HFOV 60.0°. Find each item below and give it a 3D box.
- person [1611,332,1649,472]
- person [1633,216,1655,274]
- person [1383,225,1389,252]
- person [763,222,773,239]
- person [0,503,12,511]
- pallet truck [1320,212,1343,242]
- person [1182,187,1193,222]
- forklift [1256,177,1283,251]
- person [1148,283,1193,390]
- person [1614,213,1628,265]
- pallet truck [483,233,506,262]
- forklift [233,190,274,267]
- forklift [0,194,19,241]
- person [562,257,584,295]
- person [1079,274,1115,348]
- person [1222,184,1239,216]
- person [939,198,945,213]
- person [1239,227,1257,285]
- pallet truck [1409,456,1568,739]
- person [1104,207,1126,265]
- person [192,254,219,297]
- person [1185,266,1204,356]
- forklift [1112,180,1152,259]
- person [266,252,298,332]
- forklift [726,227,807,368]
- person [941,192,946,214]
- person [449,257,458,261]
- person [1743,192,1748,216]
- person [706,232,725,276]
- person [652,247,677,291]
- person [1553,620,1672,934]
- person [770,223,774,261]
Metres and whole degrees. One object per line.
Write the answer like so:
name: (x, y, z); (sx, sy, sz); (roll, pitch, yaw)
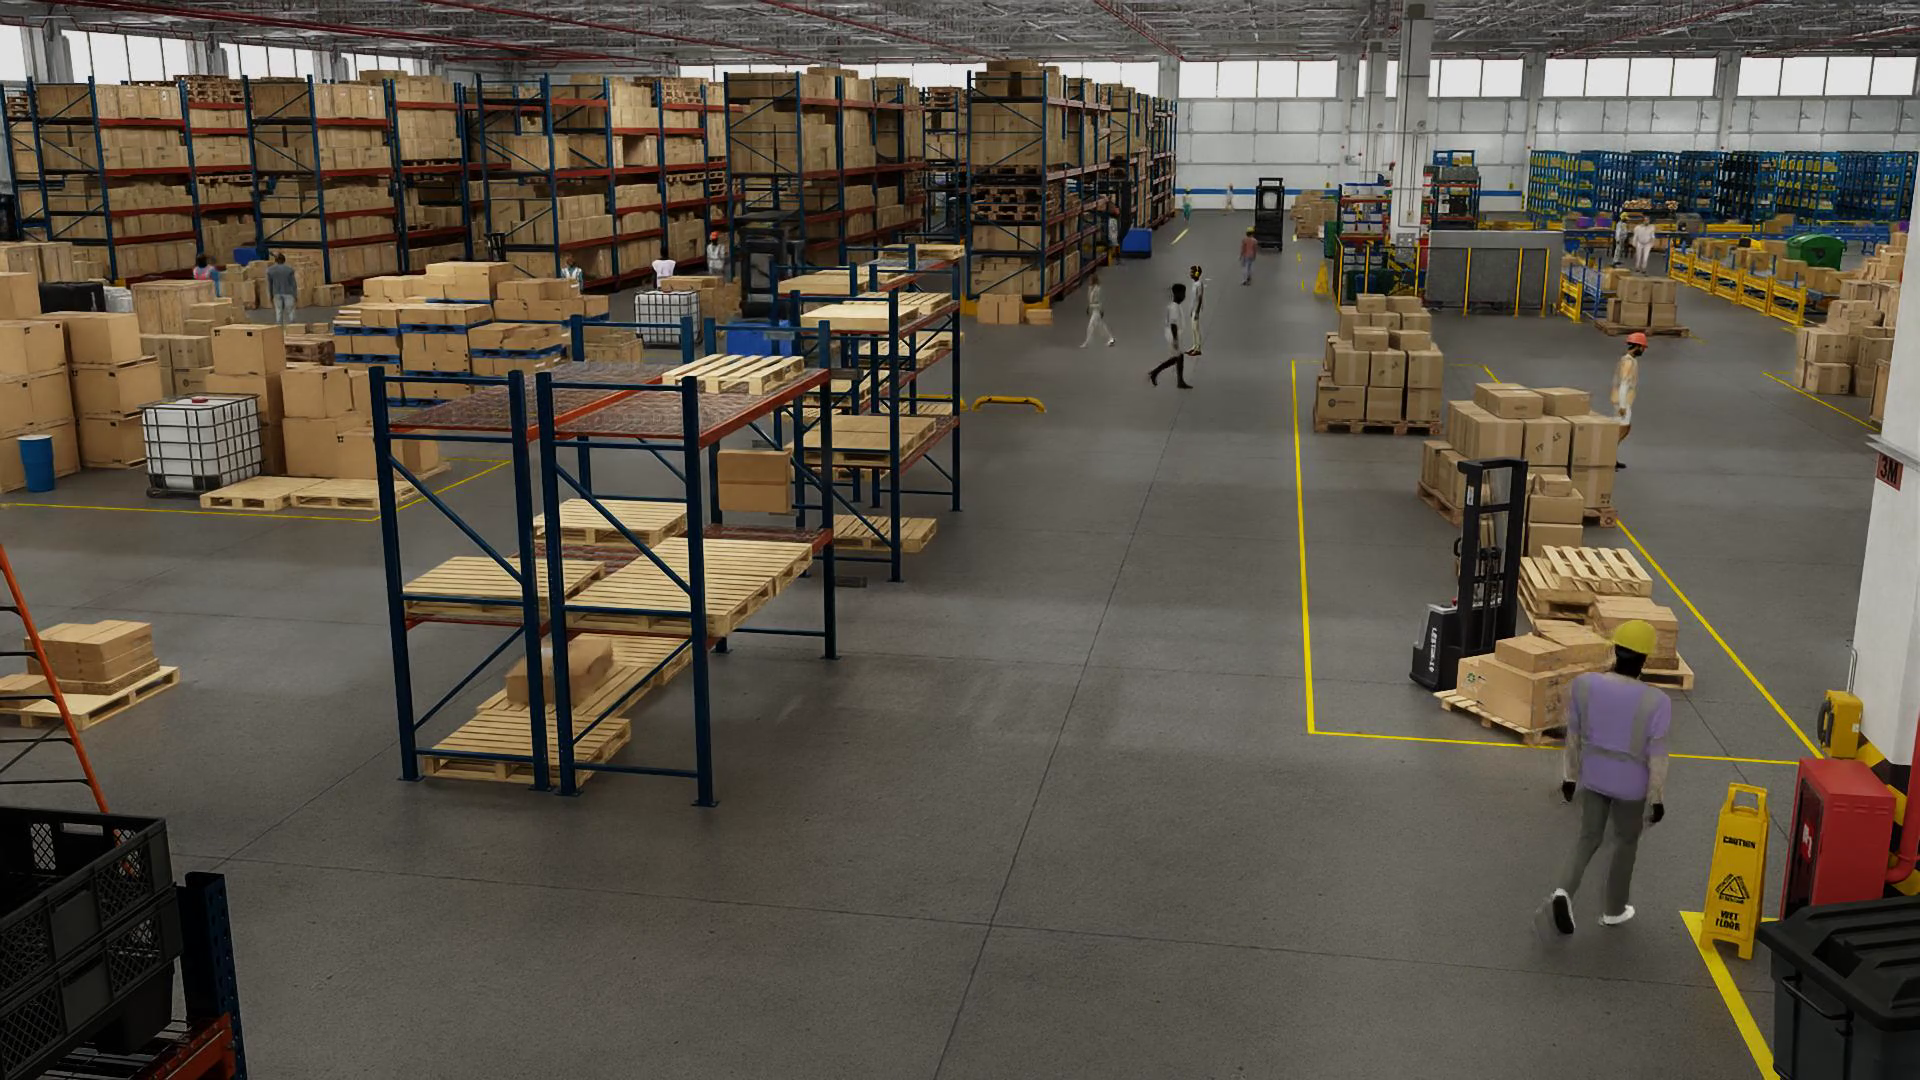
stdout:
person: (9.164, -1.908, 22.932); (0.488, 1.914, 0.582); (6, 15, 22)
person: (22.529, -9.739, 54.843); (0.654, 1.870, 0.928); (4, 14, 15)
person: (14.412, -9.880, 55.907); (0.287, 1.625, 0.497); (-10, 17, -34)
person: (-7.237, -11.653, 63.104); (0.494, 1.624, 0.279); (-1, 14, -6)
person: (-12.181, -1.182, 20.208); (0.875, 1.811, 0.630); (-13, 19, -42)
pallet truck: (15.874, -13.227, 70.310); (0.680, 1.201, 1.601); (10, 17, 35)
person: (11.692, -17.219, 85.412); (0.544, 1.754, 0.364); (2, 14, 9)
forklift: (12.083, -12.747, 64.956); (1.129, 2.768, 1.873); (3, 14, 10)
person: (3.833, -3.665, 30.000); (0.732, 1.950, 0.619); (4, 14, 16)
person: (23.096, -10.520, 58.113); (0.403, 1.817, 0.600); (11, 17, 37)
pallet truck: (-11.832, -7.026, 43.548); (1.885, 1.965, 0.823); (8, 16, 28)
forklift: (-21.266, -9.321, 51.049); (1.873, 2.768, 1.129); (3, 14, 10)
forklift: (-27.681, -8.605, 48.141); (1.129, 2.768, 1.873); (3, 14, 10)
person: (-9.359, -6.026, 40.243); (0.520, 1.633, 0.315); (0, 14, -1)
person: (2.991, -4.948, 35.925); (0.826, 1.601, 0.525); (-4, 14, -17)
person: (14.872, -18.691, 91.509); (0.906, 1.704, 0.574); (9, 16, 32)
person: (-0.823, -19.534, 95.160); (0.868, 1.596, 0.538); (6, 15, 24)
person: (8.733, -8.616, 50.490); (0.560, 1.749, 0.426); (-5, 15, -18)
pallet truck: (4.504, 0.400, 13.395); (0.823, 1.965, 1.885); (-6, 15, -23)
person: (5.280, -10.605, 58.069); (0.985, 2.011, 0.618); (3, 14, 12)
person: (-17.481, -5.702, 38.516); (0.642, 1.826, 0.443); (4, 14, 15)
person: (4.903, -4.781, 34.695); (0.325, 1.871, 0.524); (-1, 14, -4)
forklift: (6.082, -11.722, 60.796); (1.873, 2.768, 1.129); (2, 14, 9)
person: (-15.279, -5.514, 37.543); (0.627, 1.933, 0.373); (-2, 14, -9)
forklift: (-3.731, -4.564, 31.733); (1.129, 2.768, 1.873); (3, 14, 10)
person: (-0.770, -19.208, 93.122); (0.429, 1.936, 0.631); (2, 14, 7)
person: (-12.042, -5.972, 39.952); (0.827, 1.669, 0.531); (-7, 15, -25)
person: (37.711, -15.860, 79.771); (0.591, 1.823, 0.404); (-5, 15, -21)
person: (-6.725, -7.508, 45.731); (0.563, 1.883, 1.017); (3, 14, 12)
person: (-7.017, -6.013, 39.602); (0.590, 1.916, 0.391); (-1, 14, -5)
person: (3.743, 1.394, 9.598); (0.591, 1.892, 0.698); (13, 19, 43)
person: (-6.586, -10.895, 59.916); (0.656, 1.664, 0.573); (5, 15, 19)
